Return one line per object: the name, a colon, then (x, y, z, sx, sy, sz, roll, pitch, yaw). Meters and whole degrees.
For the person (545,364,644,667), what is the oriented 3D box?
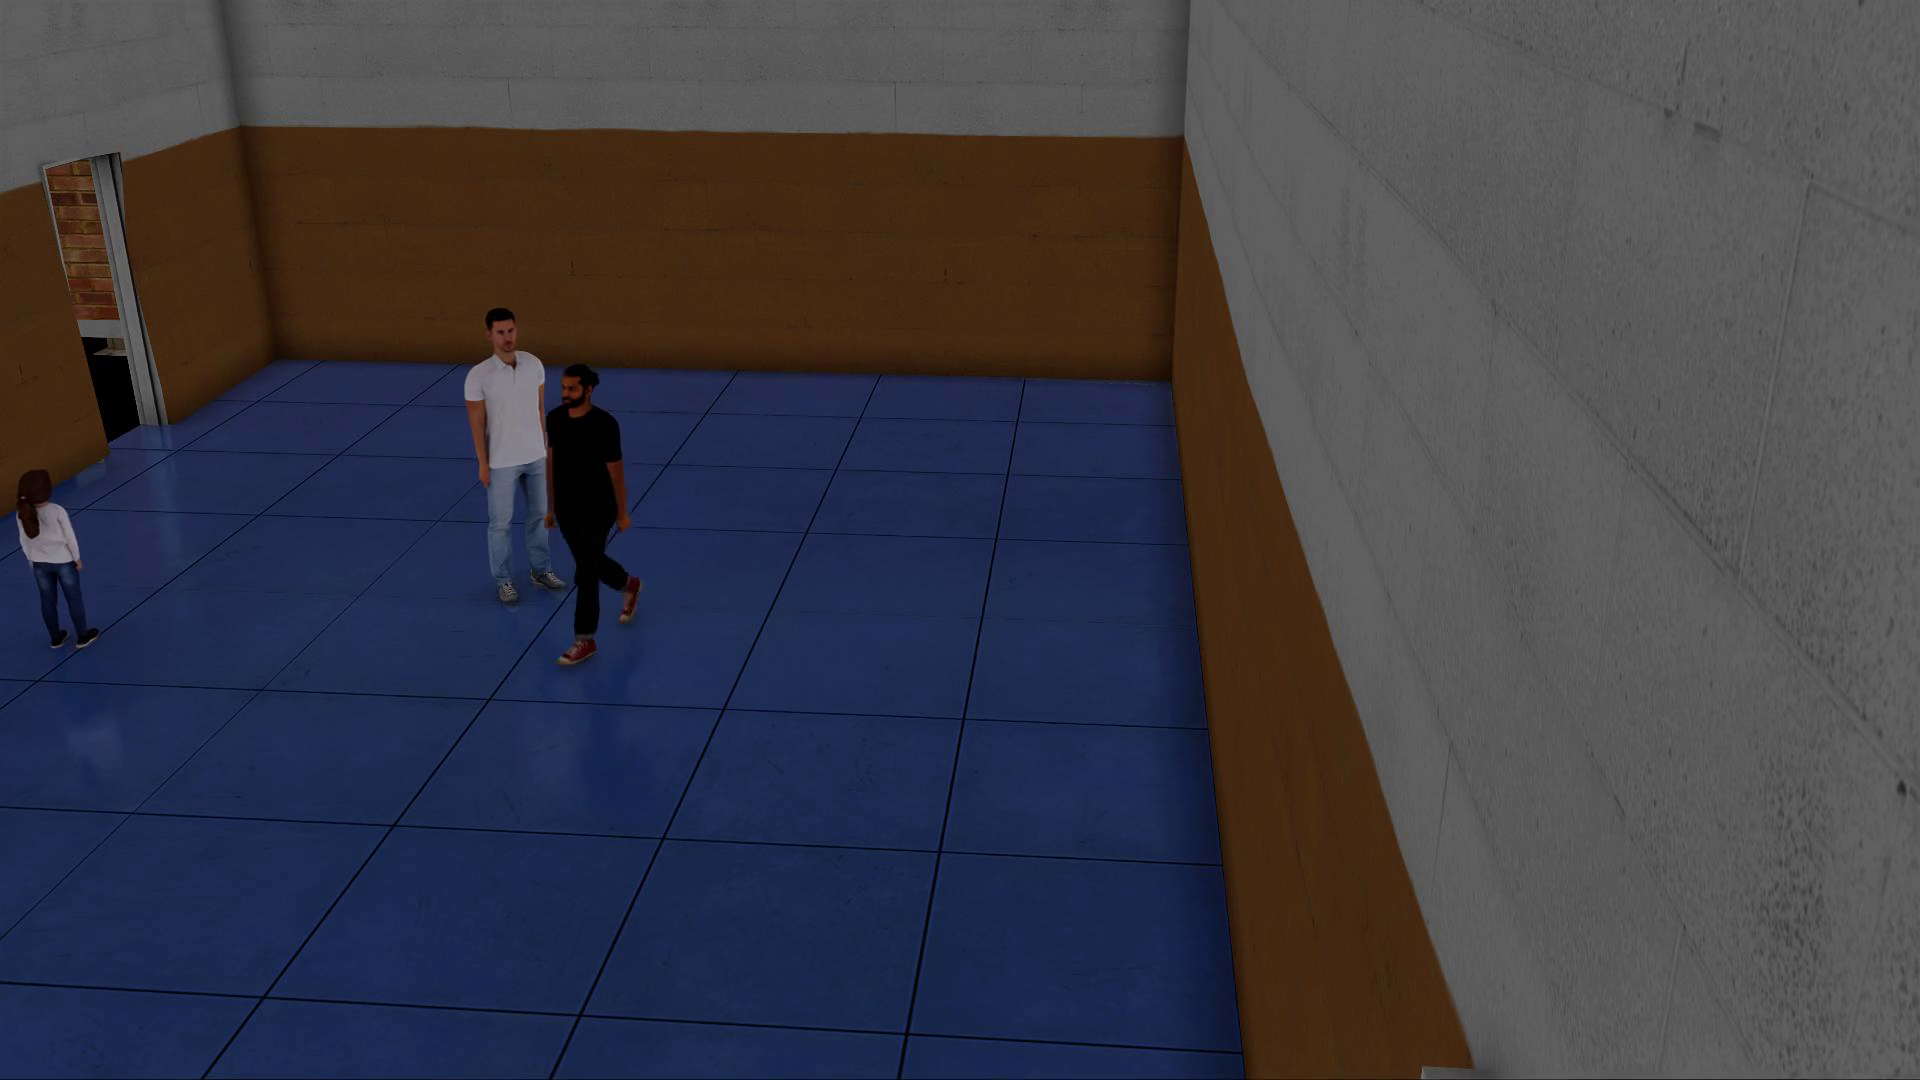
person: (-2.131, -0.198, 9.711, 1.151, 1.732, 0.981, 11, 24, 26)

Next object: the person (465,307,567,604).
person: (-2.778, -0.543, 10.391, 0.738, 1.864, 0.798, -17, 28, -37)

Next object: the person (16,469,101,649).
person: (-5.351, 0.100, 9.803, 0.465, 1.110, 0.550, -3, 22, -8)
